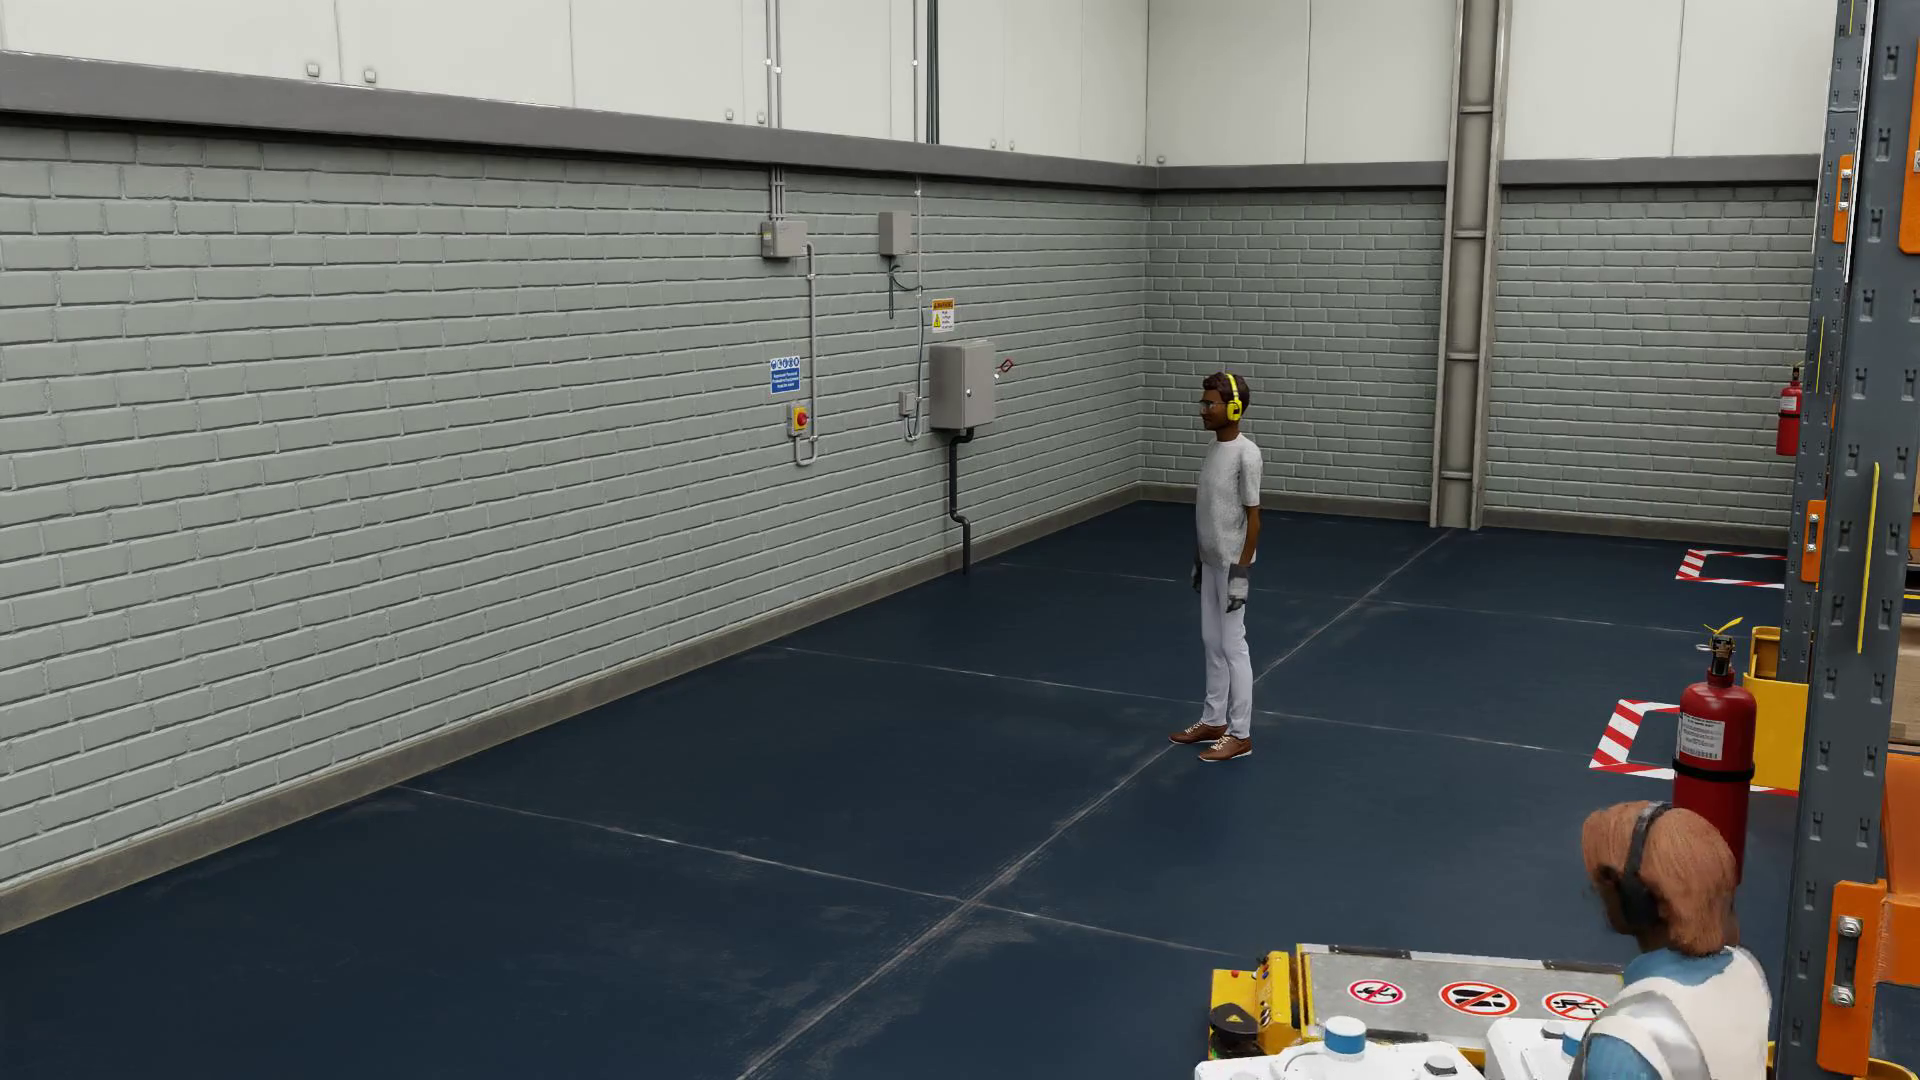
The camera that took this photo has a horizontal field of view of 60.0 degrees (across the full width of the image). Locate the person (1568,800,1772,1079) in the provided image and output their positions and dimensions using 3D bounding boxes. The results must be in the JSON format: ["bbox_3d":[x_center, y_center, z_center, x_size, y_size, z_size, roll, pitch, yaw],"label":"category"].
[{"bbox_3d":[1.148,1.226,2.730,0.545,1.631,0.328,-10,14,-43],"label":"person"}]

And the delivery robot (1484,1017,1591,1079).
[{"bbox_3d":[1.542,1.448,4.146,0.477,0.478,0.707,1,10,6],"label":"delivery robot"}]

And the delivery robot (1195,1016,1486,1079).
[{"bbox_3d":[0.958,1.442,4.179,0.707,0.478,0.477,-2,10,-9],"label":"delivery robot"}]

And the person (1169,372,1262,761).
[{"bbox_3d":[1.254,0.127,8.020,0.328,1.872,0.513,-3,11,-18],"label":"person"}]

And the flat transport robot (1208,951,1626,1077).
[{"bbox_3d":[1.481,1.474,5.034,1.431,0.197,0.652,2,11,10],"label":"flat transport robot"}]
